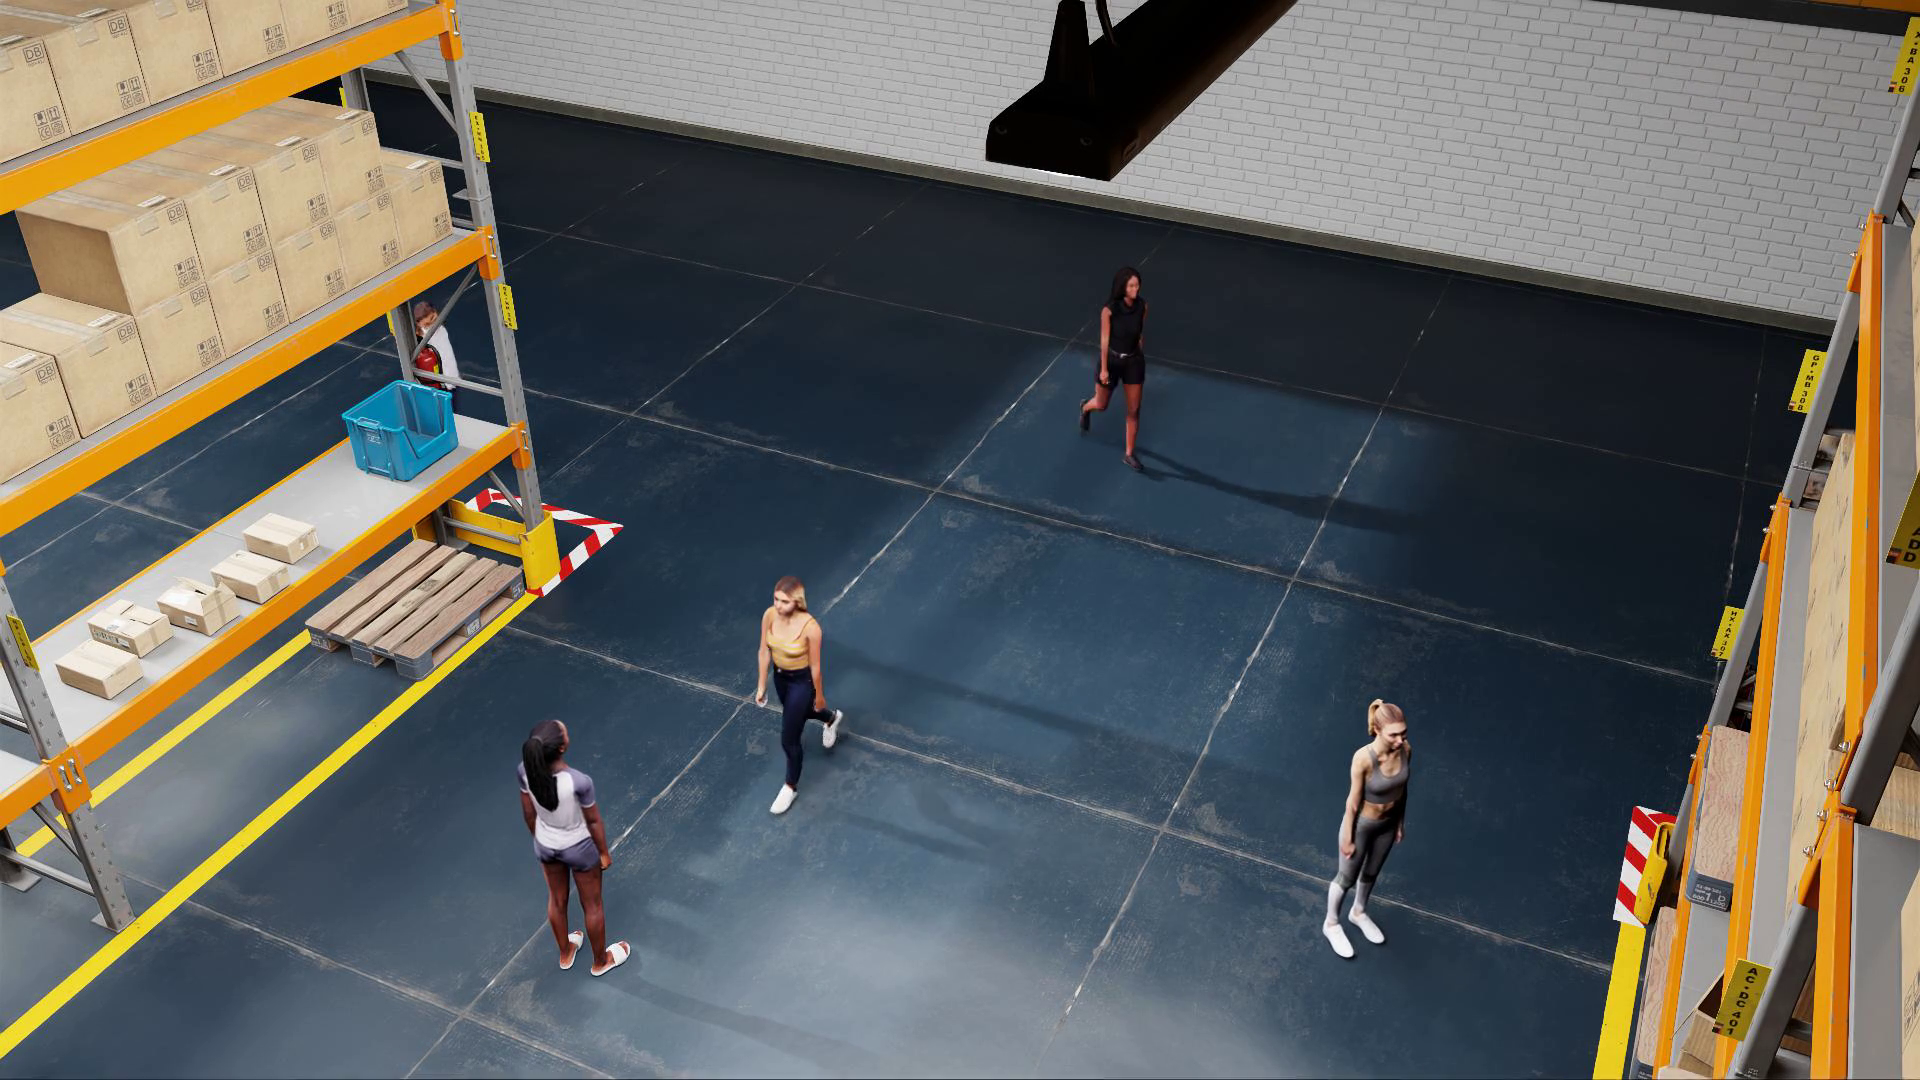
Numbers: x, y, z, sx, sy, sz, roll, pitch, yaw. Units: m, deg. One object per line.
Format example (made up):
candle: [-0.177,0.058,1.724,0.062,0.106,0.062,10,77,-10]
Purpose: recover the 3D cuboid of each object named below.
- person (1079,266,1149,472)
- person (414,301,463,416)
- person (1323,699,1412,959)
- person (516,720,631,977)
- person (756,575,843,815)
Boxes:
person: [1.266,-1.439,13.643,1.058,1.717,1.090,-14,36,-20]
person: [-4.211,-1.284,13.562,0.712,1.550,0.459,4,34,6]
person: [2.249,1.564,9.138,0.608,1.704,0.691,-17,37,-24]
person: [-2.123,1.657,8.982,0.635,1.722,0.574,10,35,15]
person: [-0.981,0.855,10.295,0.684,1.604,1.110,21,39,28]
